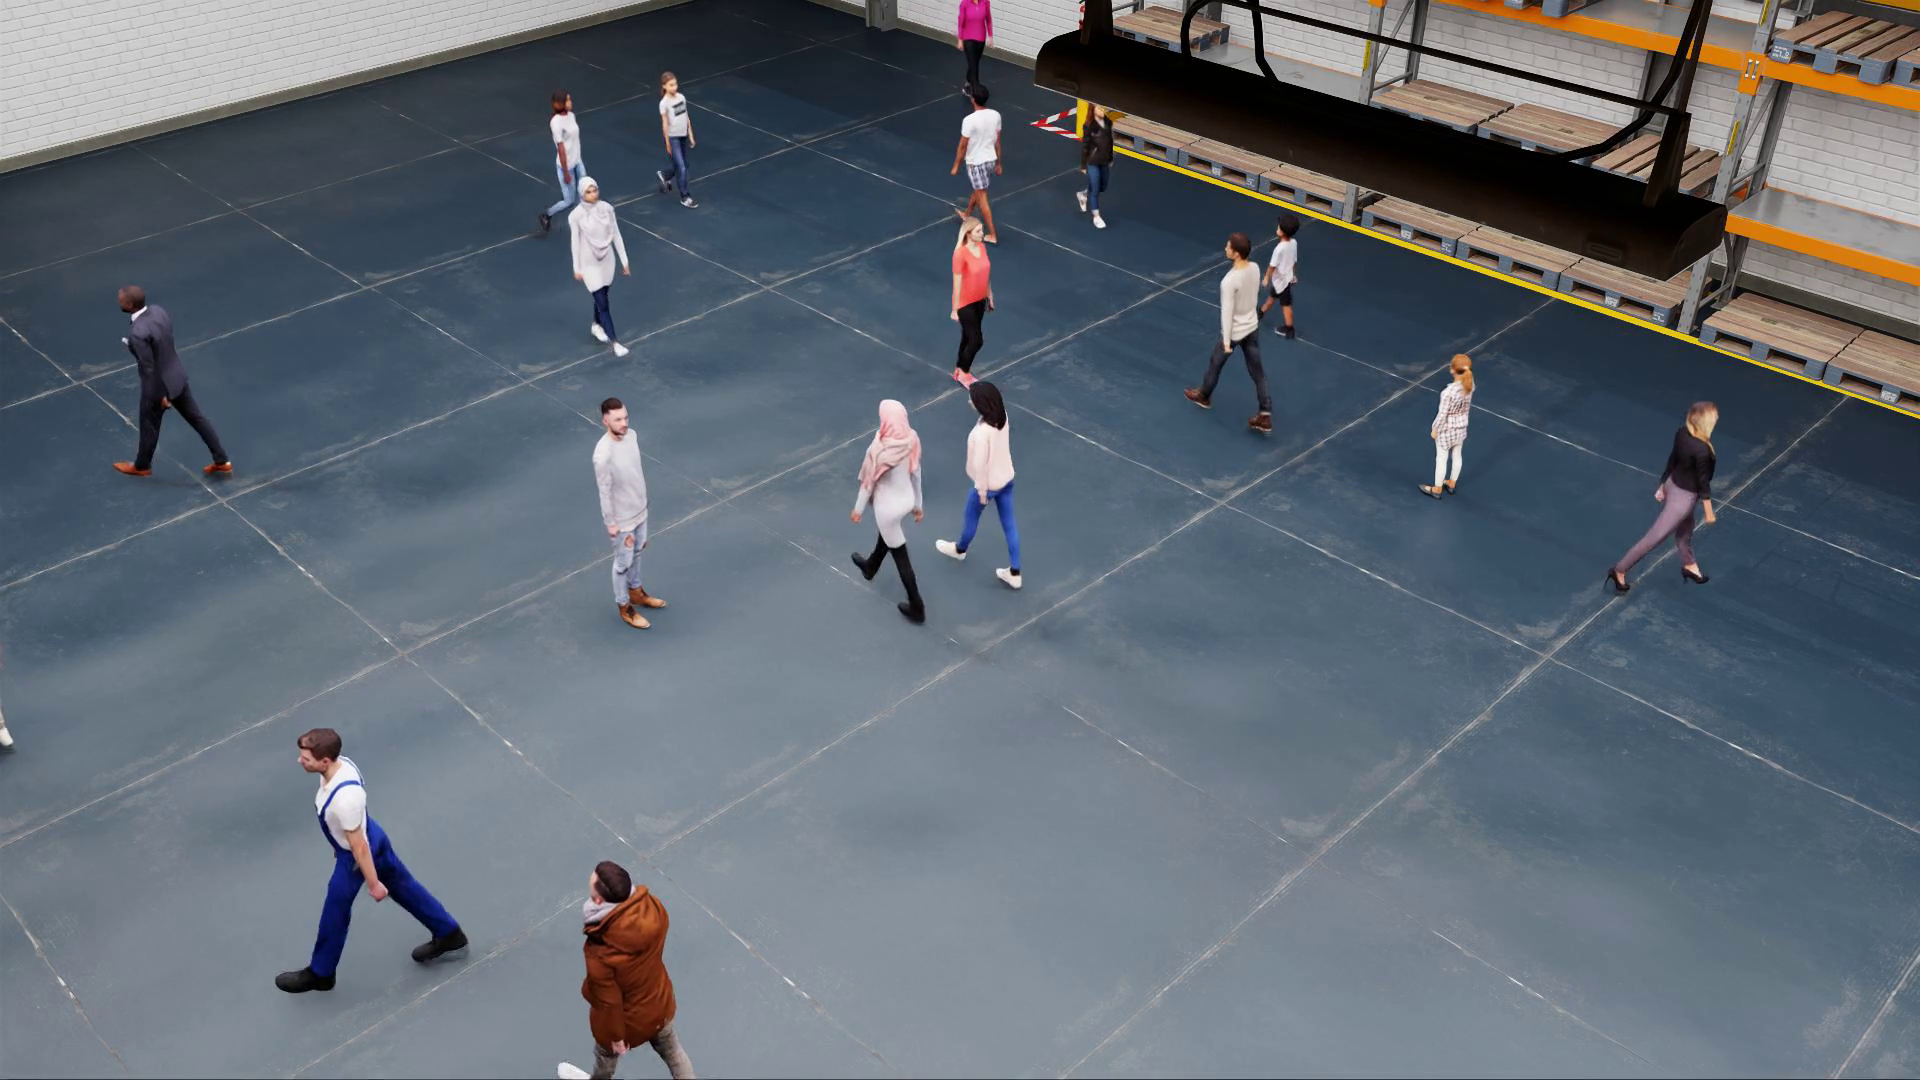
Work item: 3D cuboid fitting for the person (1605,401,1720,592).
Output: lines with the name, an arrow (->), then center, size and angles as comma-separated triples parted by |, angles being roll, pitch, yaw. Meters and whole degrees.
person -> 5.300, -0.262, 12.490 | 1.108, 1.617, 1.023 | 1, 34, 2

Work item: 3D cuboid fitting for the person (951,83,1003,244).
person -> 0.273, -4.058, 18.137 | 0.723, 1.688, 1.100 | -25, 41, -32

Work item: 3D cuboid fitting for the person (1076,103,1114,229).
person -> 1.502, -4.270, 18.653 | 0.642, 1.471, 0.848 | -21, 39, -28

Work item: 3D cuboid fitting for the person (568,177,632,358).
person -> -3.507, -2.656, 15.988 | 0.760, 1.733, 1.147 | -21, 39, -29

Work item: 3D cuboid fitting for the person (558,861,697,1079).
person -> -1.561, 2.377, 8.364 | 1.155, 1.791, 0.874 | 18, 38, 25

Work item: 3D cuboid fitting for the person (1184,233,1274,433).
person -> 2.524, -1.779, 14.597 | 0.757, 1.812, 1.267 | -24, 40, -31

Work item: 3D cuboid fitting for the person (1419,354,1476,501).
person -> 4.087, -0.945, 13.795 | 0.585, 1.311, 0.591 | -17, 37, -24

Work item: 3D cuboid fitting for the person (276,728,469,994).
person -> -3.254, 1.759, 9.288 | 1.088, 1.798, 1.306 | -11, 35, -16

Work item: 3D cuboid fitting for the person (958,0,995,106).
person -> 0.161, -6.632, 22.043 | 0.879, 1.652, 1.186 | -13, 36, -19

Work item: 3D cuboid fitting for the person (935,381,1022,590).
person -> 0.309, -0.379, 12.567 | 1.051, 1.729, 0.741 | 27, 42, 34

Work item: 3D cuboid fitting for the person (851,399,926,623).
person -> -0.429, -0.172, 12.221 | 1.111, 1.766, 0.654 | 27, 42, 34

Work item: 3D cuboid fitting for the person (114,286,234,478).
person -> -6.551, -1.282, 13.882 | 1.286, 1.776, 1.160 | 3, 34, 5

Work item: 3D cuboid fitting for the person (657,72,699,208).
person -> -3.299, -4.634, 19.132 | 0.933, 1.546, 0.629 | 22, 40, 30

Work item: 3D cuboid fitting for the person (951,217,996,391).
person -> 0.012, -2.188, 15.332 | 0.692, 1.679, 0.663 | 21, 39, 28

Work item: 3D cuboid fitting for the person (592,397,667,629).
person -> -2.474, -0.230, 12.241 | 0.738, 1.840, 0.762 | 11, 35, 15

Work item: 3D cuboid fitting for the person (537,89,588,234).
person -> -4.319, -4.056, 18.122 | 1.086, 1.703, 0.872 | 10, 35, 15

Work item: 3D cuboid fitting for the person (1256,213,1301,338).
person -> 3.214, -2.566, 16.308 | 0.841, 1.230, 0.519 | 27, 42, 34
